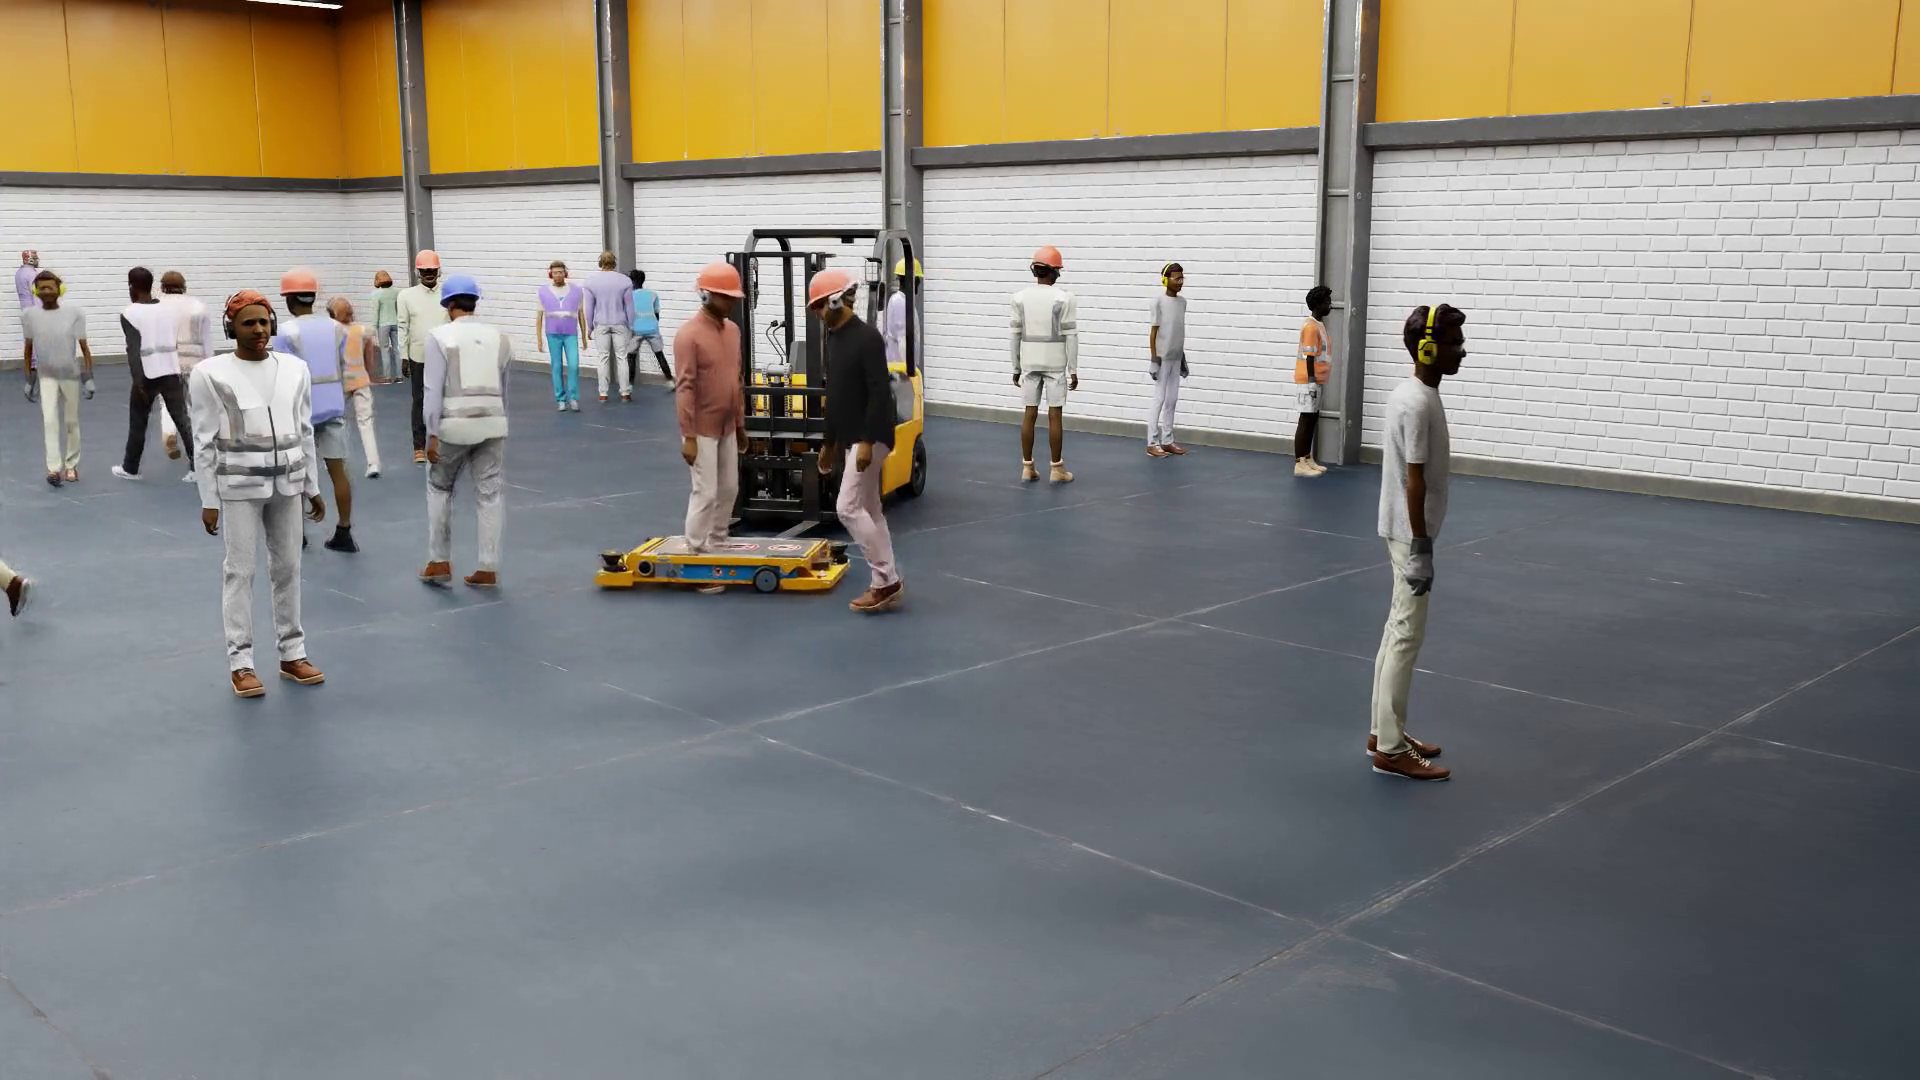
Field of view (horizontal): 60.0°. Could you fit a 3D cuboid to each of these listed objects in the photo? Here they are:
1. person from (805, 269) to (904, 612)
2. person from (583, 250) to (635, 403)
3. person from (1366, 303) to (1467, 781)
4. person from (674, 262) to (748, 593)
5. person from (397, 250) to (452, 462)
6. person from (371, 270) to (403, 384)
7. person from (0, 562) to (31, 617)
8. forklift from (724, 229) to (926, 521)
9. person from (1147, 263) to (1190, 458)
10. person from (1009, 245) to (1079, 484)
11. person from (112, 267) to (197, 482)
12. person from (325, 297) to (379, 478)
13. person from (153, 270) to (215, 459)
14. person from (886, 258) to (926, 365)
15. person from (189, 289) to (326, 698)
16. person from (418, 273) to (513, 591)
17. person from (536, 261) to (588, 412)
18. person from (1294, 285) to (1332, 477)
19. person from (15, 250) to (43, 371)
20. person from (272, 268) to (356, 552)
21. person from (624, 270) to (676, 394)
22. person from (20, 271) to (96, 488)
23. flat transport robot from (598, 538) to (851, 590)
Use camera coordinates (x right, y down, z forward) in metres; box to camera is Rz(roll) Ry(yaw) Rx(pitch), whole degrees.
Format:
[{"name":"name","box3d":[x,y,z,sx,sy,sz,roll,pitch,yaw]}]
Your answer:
[{"name":"person","box3d":[-0.586,-0.552,9.433,0.523,1.938,0.649,-4,11,-21]},{"name":"person","box3d":[-4.463,-2.715,21.226,0.627,1.941,0.370,-2,11,-10]},{"name":"person","box3d":[1.815,0.004,6.595,0.310,1.868,0.532,2,11,11]},{"name":"person","box3d":[-1.461,-0.675,9.996,0.460,1.967,0.626,5,11,25]},{"name":"person","box3d":[-4.991,-1.734,15.723,0.609,1.995,0.376,-5,12,-28]},{"name":"person","box3d":[-8.249,-3.060,23.940,0.284,1.633,0.498,7,12,33]},{"name":"person","box3d":[-5.443,-0.283,8.865,0.693,1.599,0.572,-3,11,-18]},{"name":"forklift","box3d":[-1.050,-1.319,12.920,1.214,2.155,2.313,2,11,13]},{"name":"person","box3d":[2.026,-1.739,16.095,0.535,1.868,0.309,-10,14,-43]},{"name":"person","box3d":[0.737,-1.501,14.320,0.615,2.041,0.376,5,11,24]},{"name":"person","box3d":[-6.968,-1.421,14.395,1.064,1.864,0.584,6,12,28]},{"name":"person","box3d":[-5.409,-1.347,14.723,0.510,1.592,0.876,-8,13,-36]},{"name":"person","box3d":[-7.343,-1.627,15.642,0.626,1.817,0.690,-4,11,-19]},{"name":"person","box3d":[-0.503,-1.690,15.673,0.379,1.923,0.595,-1,10,-5]},{"name":"person","box3d":[-3.265,-0.221,7.778,0.341,1.882,0.587,9,14,40]},{"name":"person","box3d":[-3.016,-0.660,10.105,0.624,1.903,0.724,-10,14,-42]},{"name":"person","box3d":[-4.774,-2.430,19.981,0.606,1.816,0.811,-3,11,-17]},{"name":"person","box3d":[3.137,-1.407,14.775,0.320,1.694,0.531,4,11,22]},{"name":"person","box3d":[-14.551,-3.602,26.173,0.679,1.904,0.404,9,14,41]},{"name":"person","box3d":[-4.431,-0.875,11.287,0.819,1.908,0.566,9,13,39]},{"name":"person","box3d":[-4.231,-2.797,22.445,0.717,1.660,0.466,-5,12,-27]},{"name":"person","box3d":[-7.667,-1.360,14.142,0.555,1.822,0.941,-5,11,-24]},{"name":"flat transport robot","box3d":[-1.435,0.133,10.250,1.431,0.197,0.652,1,10,6]}]
